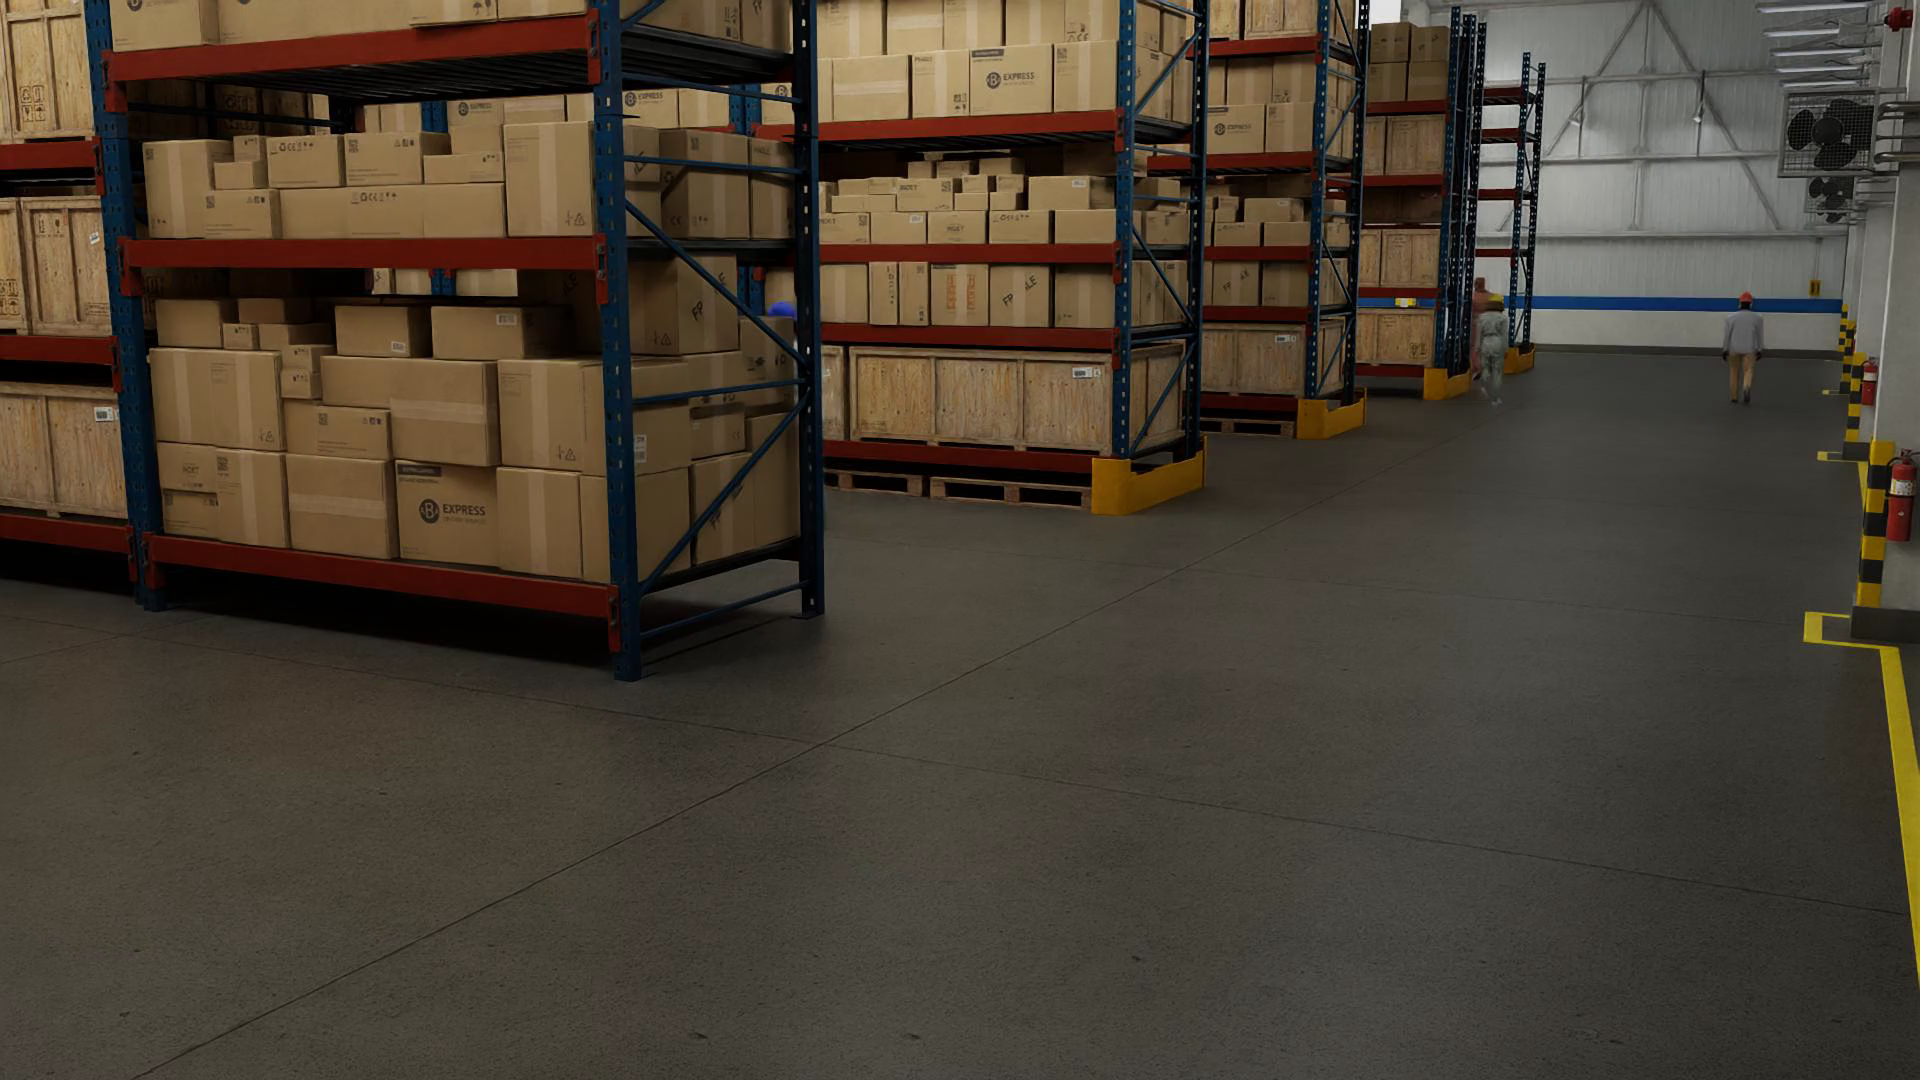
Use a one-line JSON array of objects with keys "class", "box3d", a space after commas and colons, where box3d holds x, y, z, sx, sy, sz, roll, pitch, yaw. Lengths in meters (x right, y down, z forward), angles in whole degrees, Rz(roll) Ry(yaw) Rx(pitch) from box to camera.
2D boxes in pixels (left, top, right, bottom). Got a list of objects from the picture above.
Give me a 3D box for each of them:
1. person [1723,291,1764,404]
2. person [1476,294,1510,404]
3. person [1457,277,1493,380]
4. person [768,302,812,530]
[{"class": "person", "box3d": [12.069, -2.957, 25.659, 0.568, 1.740, 0.487, 4, 11, 24]}, {"class": "person", "box3d": [8.255, -2.955, 25.763, 0.525, 1.700, 0.417, 8, 12, 38]}, {"class": "person", "box3d": [9.543, -3.886, 30.629, 0.656, 1.882, 0.652, -2, 10, -12]}, {"class": "person", "box3d": [-1.573, -1.030, 13.983, 0.882, 1.914, 0.639, 1, 10, 5]}]
